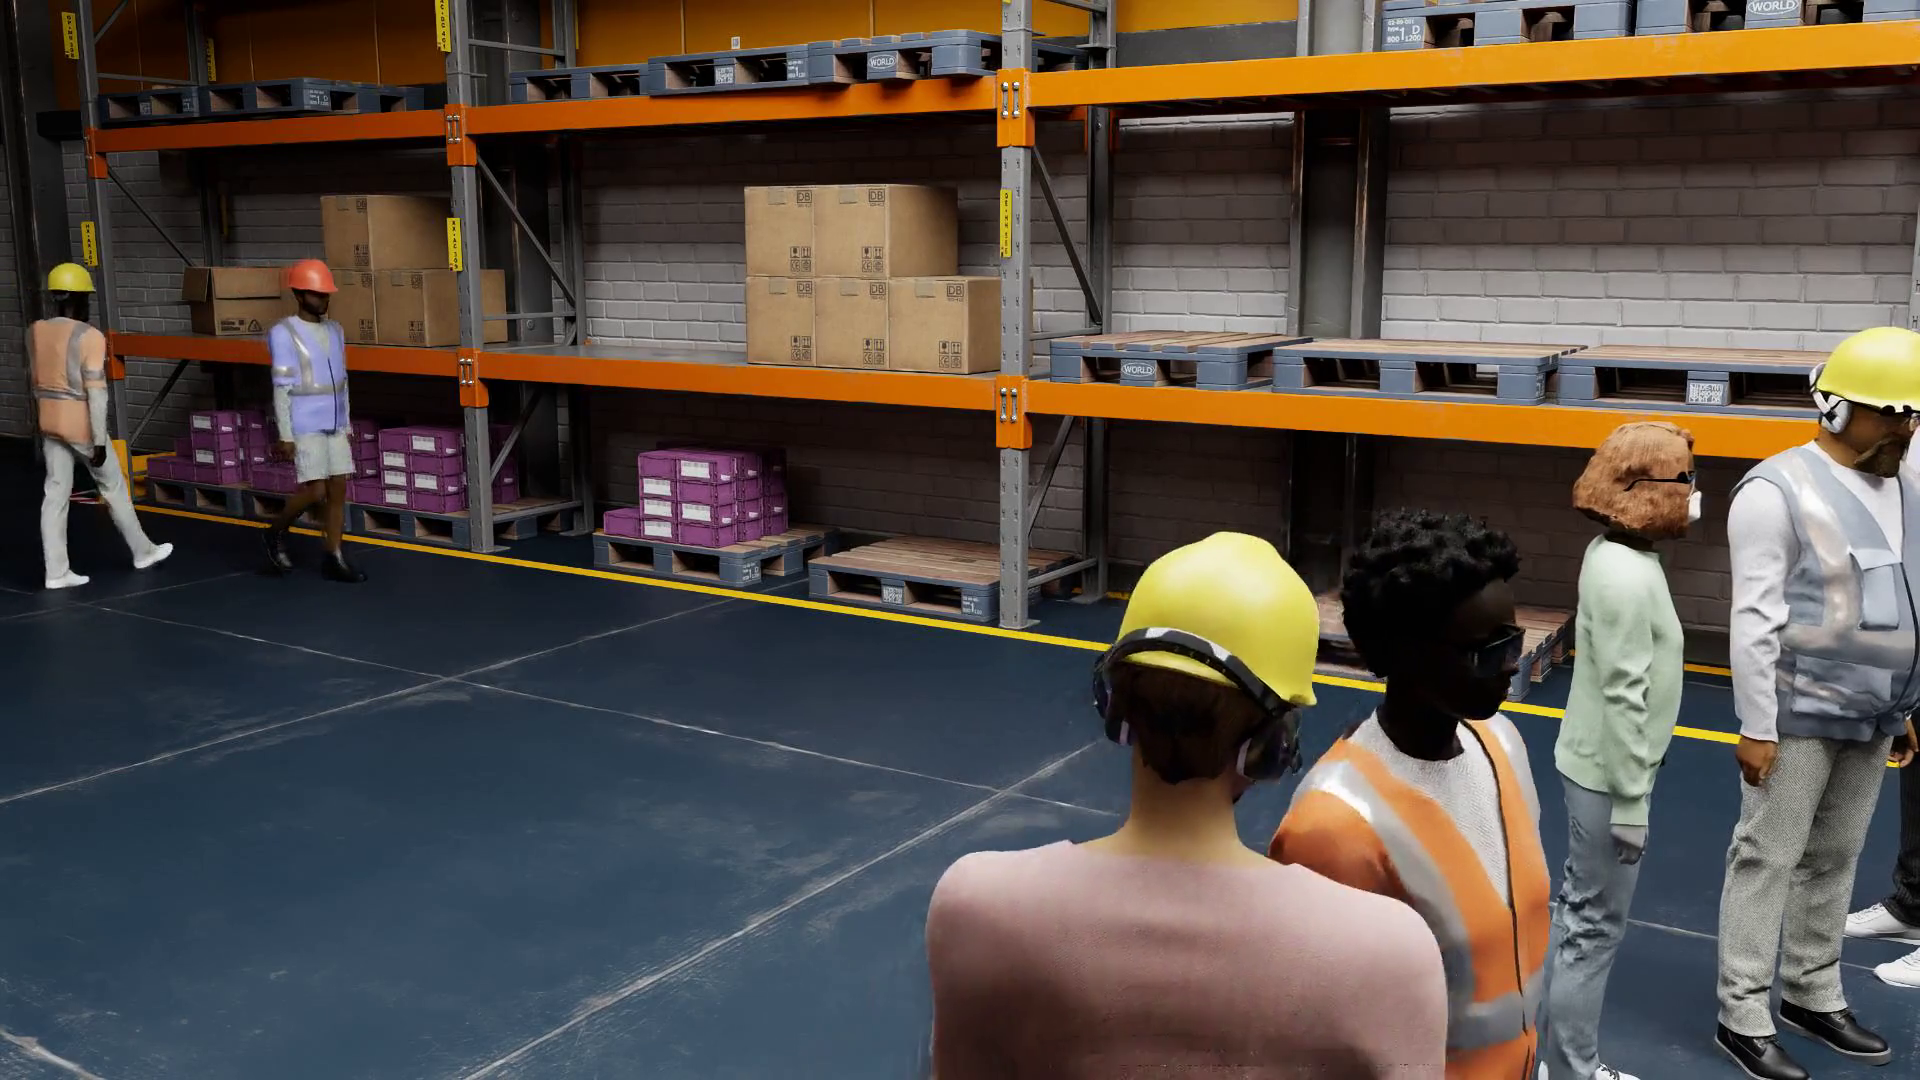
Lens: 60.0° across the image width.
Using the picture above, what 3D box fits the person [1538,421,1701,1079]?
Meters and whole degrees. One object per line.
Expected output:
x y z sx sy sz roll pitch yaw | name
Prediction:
1.479 0.546 3.733 0.278 1.634 0.499 3 11 17 | person

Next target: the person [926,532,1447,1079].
0.203 0.874 1.623 0.536 1.730 0.623 2 10 10 | person

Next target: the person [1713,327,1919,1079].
2.099 0.402 4.005 0.588 1.823 0.403 -5 11 -26 | person

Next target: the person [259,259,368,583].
-3.833 -0.690 9.805 0.584 1.920 0.544 4 11 22 | person

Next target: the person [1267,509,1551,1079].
0.578 0.781 2.279 0.502 1.682 0.551 9 14 41 | person

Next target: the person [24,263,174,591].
-5.138 -0.682 9.855 0.594 1.883 0.927 3 11 16 | person

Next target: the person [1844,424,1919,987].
2.714 0.259 4.528 0.392 1.922 0.592 1 10 6 | person
